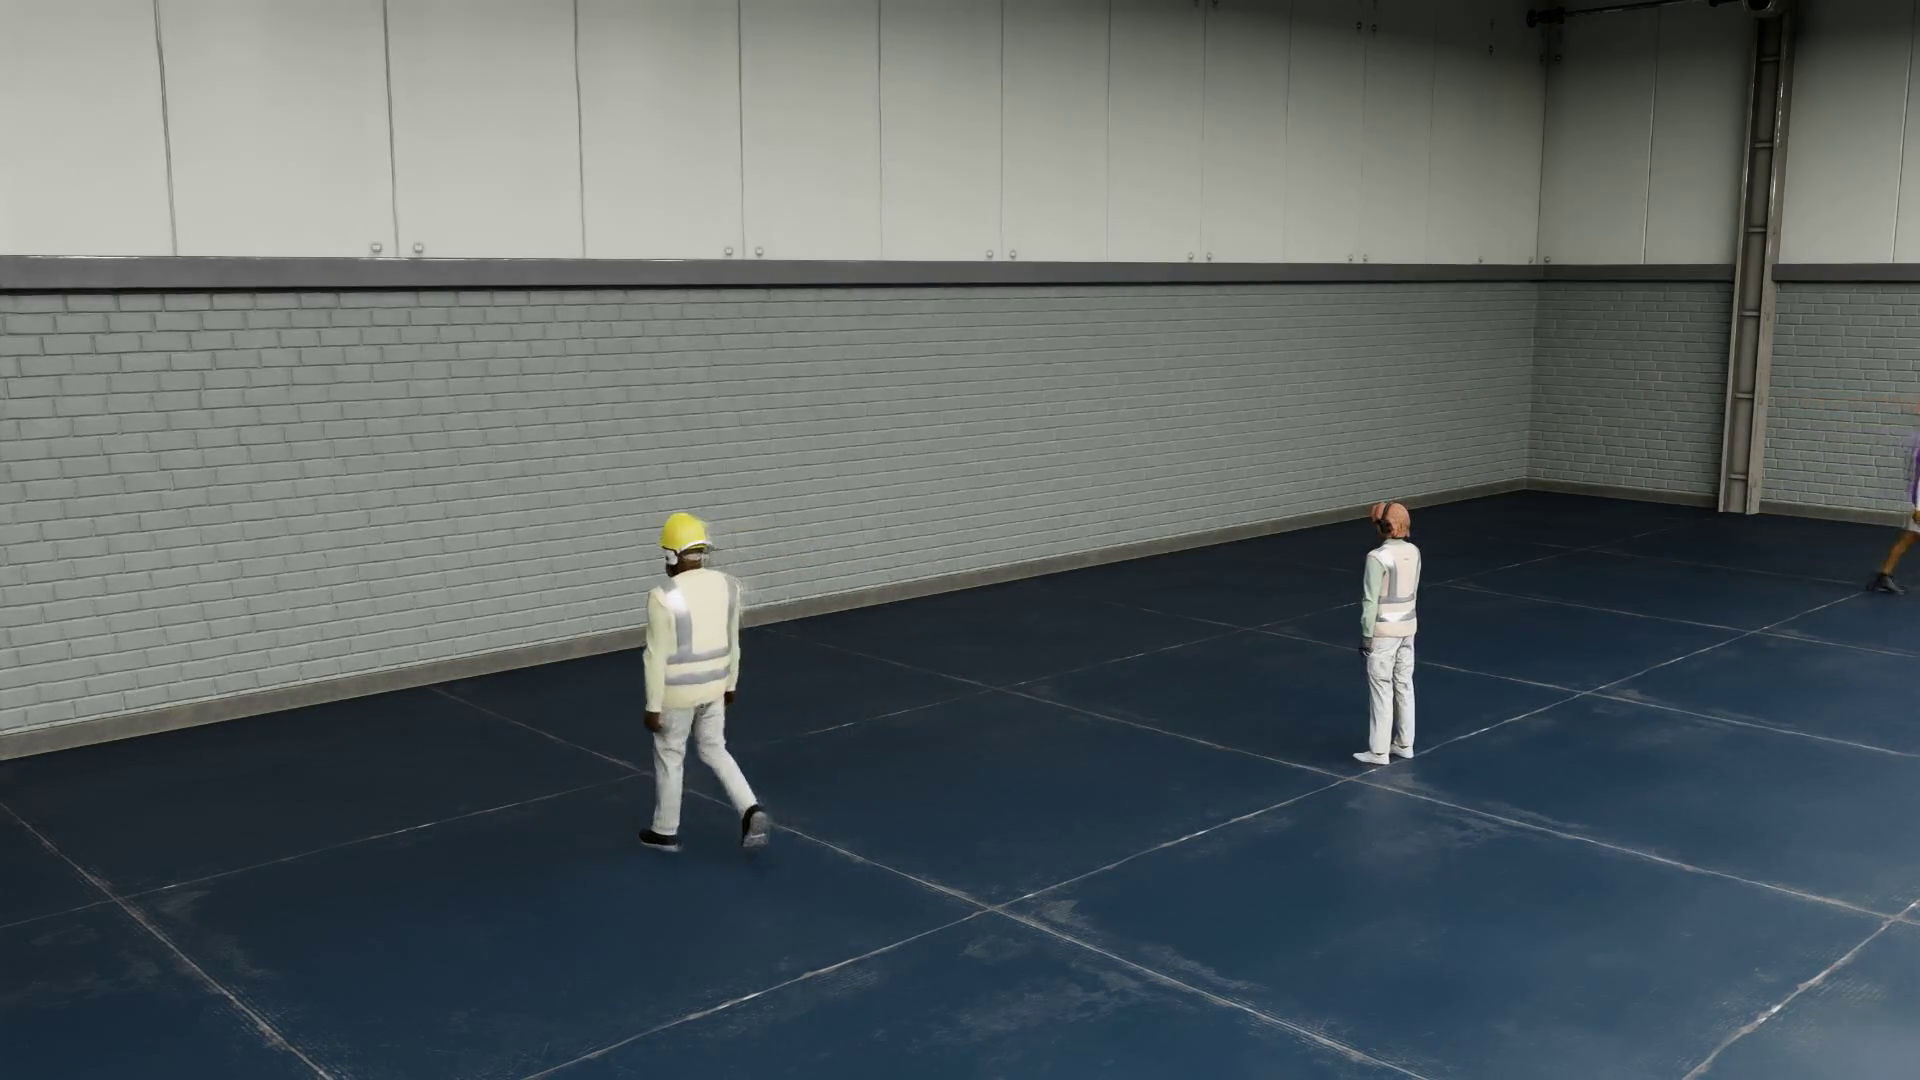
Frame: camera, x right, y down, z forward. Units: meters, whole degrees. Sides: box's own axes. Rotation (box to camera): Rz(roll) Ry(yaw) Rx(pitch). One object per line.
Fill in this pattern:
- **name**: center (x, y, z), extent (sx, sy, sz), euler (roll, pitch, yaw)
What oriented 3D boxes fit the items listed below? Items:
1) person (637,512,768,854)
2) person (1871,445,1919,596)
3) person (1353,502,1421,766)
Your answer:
- **person**: center (-1.363, 0.759, 8.576), extent (0.756, 1.811, 0.612), euler (8, 12, 40)
- **person**: center (9.021, -0.376, 15.389), extent (0.987, 1.885, 0.563), euler (6, 11, 32)
- **person**: center (2.654, 0.576, 10.269), extent (0.508, 1.629, 0.314), euler (-9, 13, -43)
